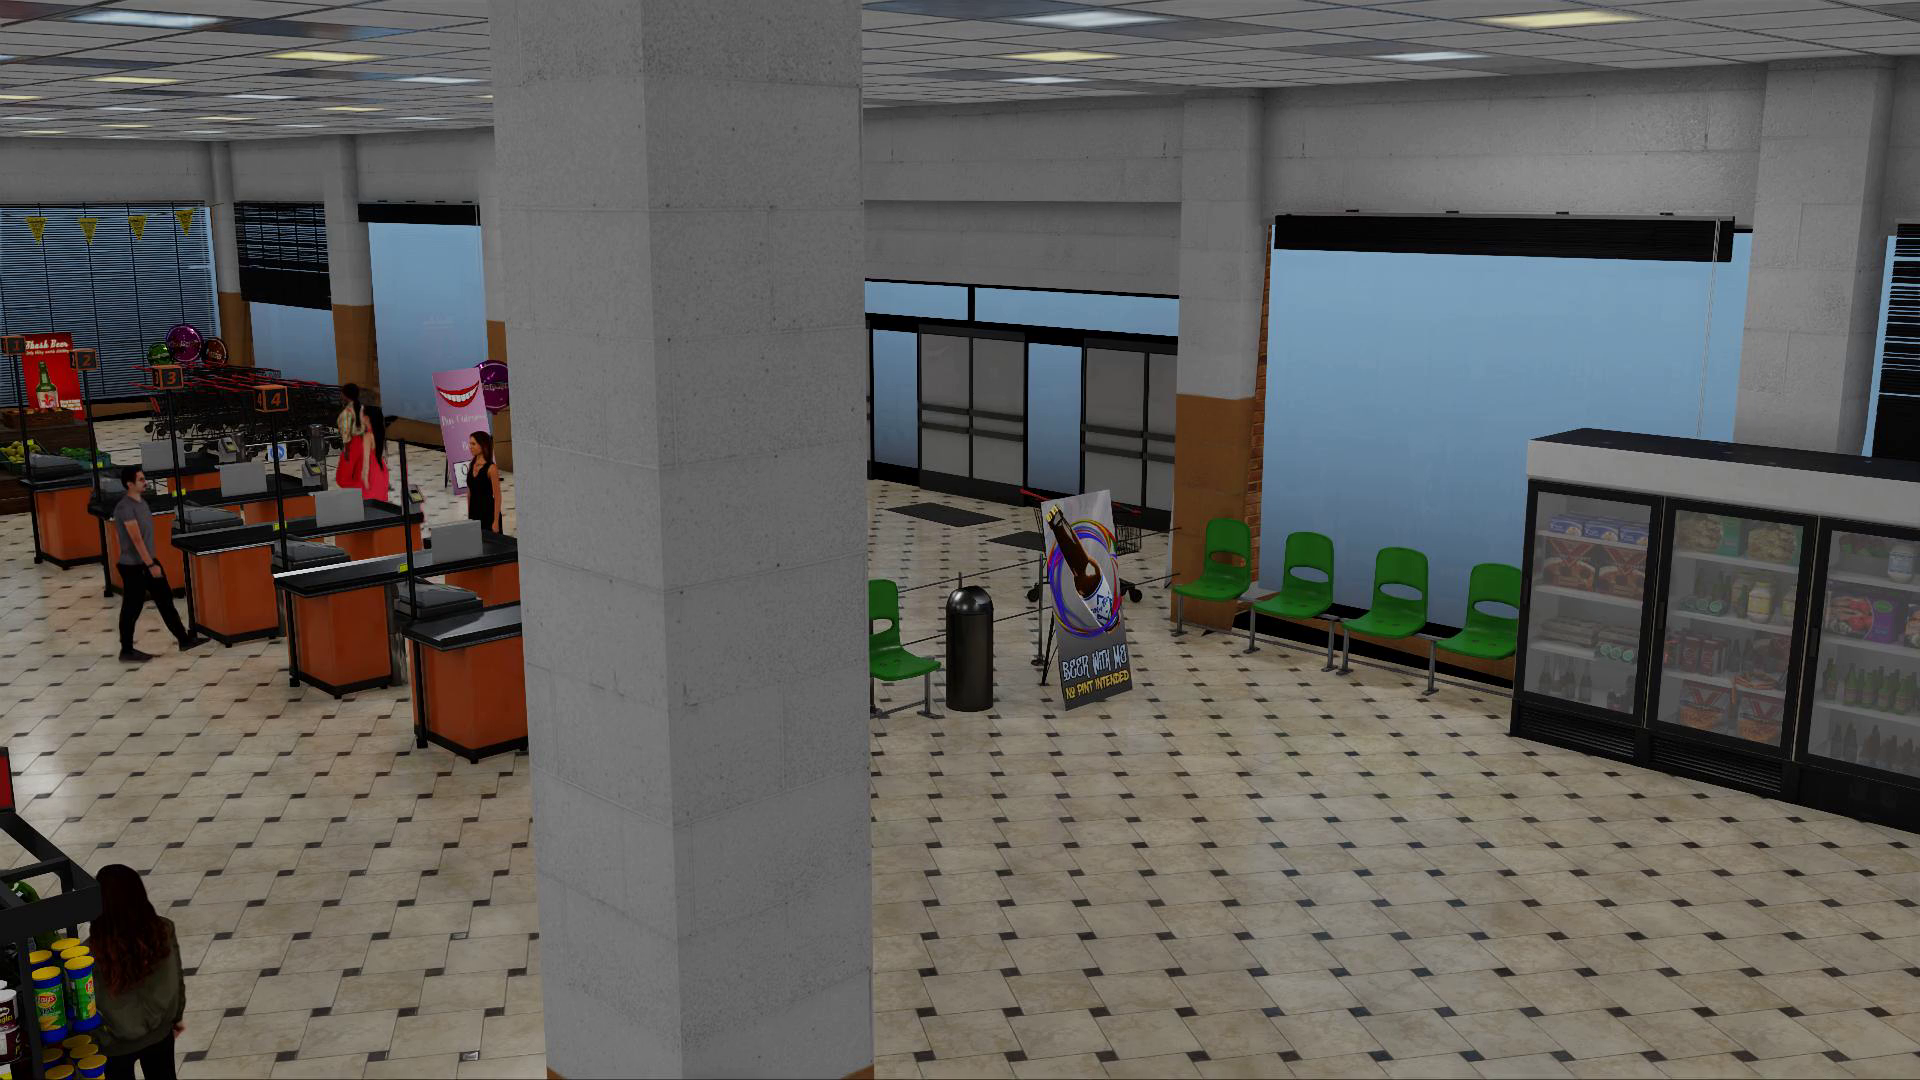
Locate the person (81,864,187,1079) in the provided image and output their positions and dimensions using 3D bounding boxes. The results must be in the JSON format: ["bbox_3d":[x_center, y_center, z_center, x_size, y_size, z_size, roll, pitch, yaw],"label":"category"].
[{"bbox_3d":[-3.368,2.018,6.789,0.664,1.475,0.487,9,15,36],"label":"person"}]

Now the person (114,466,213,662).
[{"bbox_3d":[-7.317,0.229,14.671,1.067,1.728,0.960,-2,12,-8],"label":"person"}]

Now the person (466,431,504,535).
[{"bbox_3d":[-4.622,-0.150,16.213,0.616,1.834,0.580,8,14,34],"label":"person"}]

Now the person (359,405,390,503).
[{"bbox_3d":[-6.621,-0.679,19.027,0.904,1.710,0.877,2,12,9],"label":"person"}]
